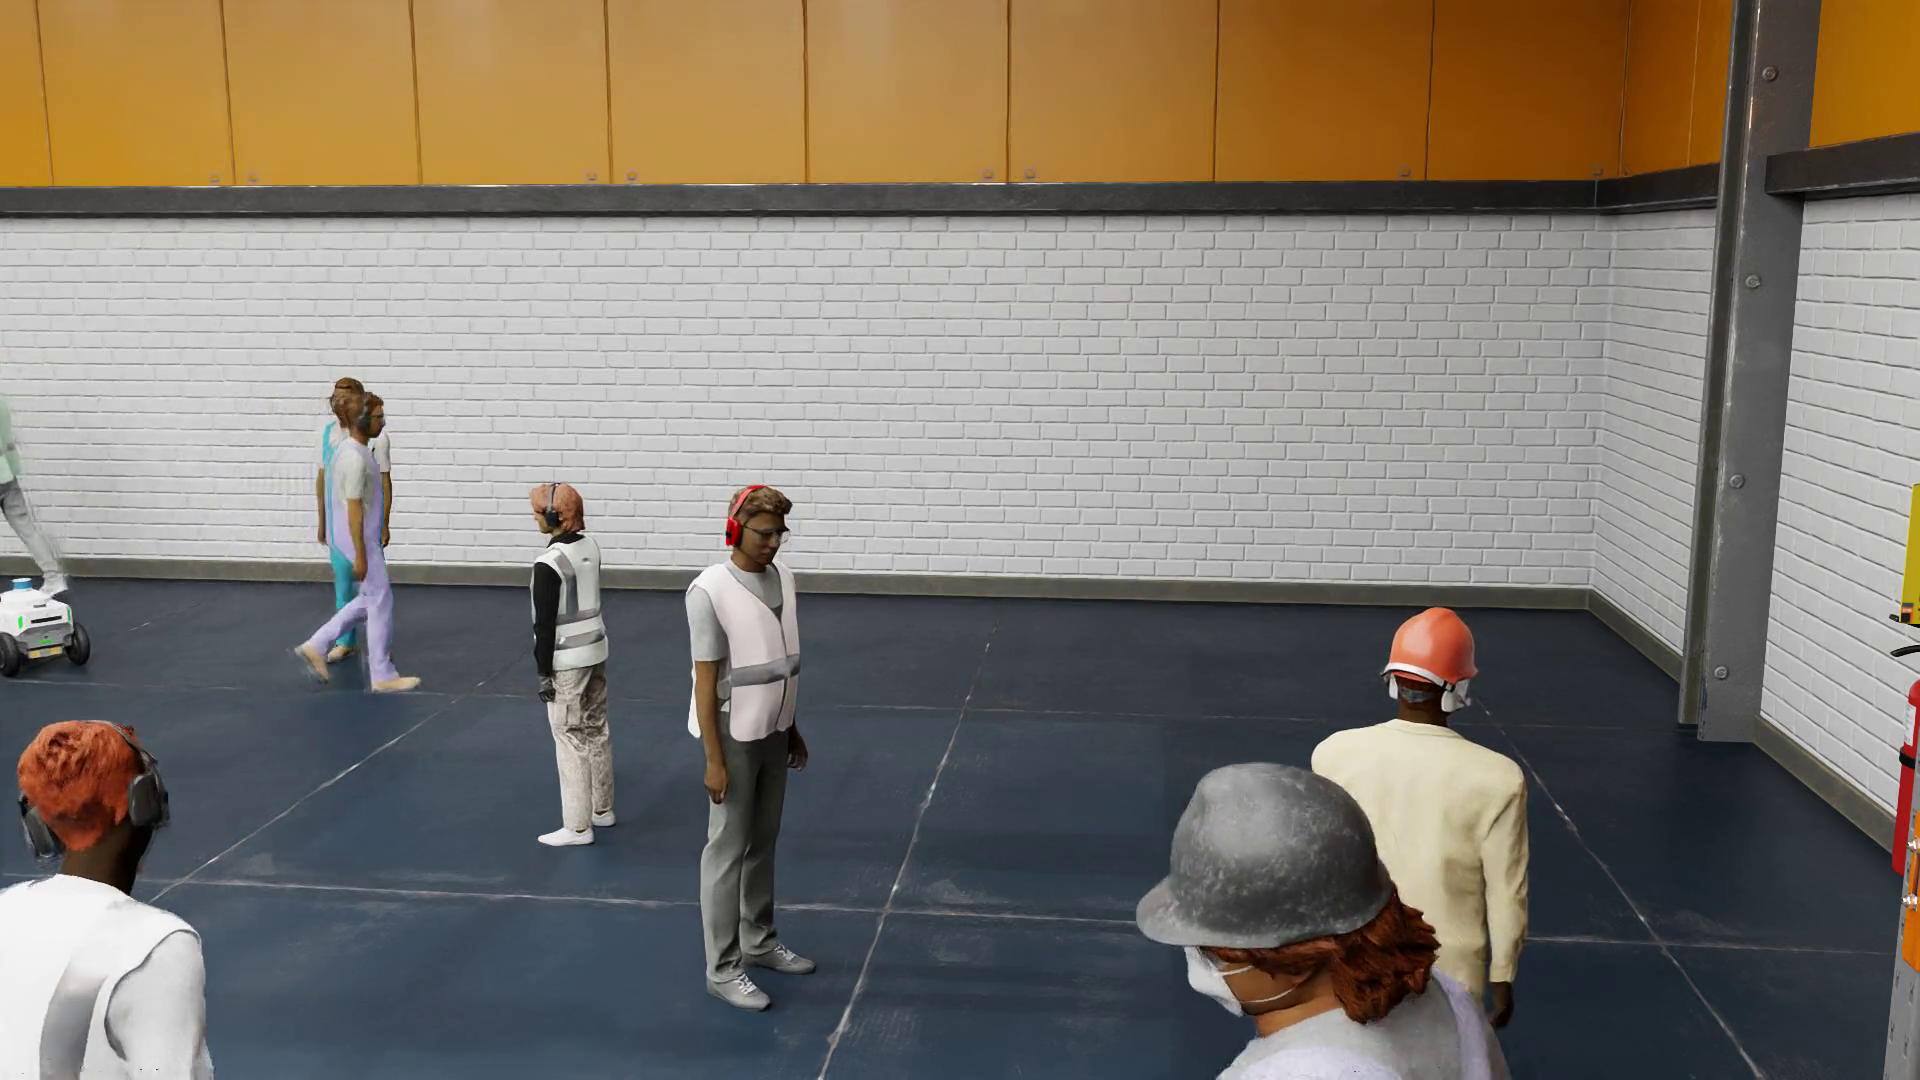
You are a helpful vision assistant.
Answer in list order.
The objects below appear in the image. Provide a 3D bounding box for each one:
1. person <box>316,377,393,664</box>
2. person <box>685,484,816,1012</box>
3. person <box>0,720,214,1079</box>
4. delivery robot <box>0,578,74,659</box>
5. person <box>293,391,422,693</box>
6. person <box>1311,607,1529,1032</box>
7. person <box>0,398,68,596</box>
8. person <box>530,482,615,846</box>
[{"bbox_3d":[-3.882,-0.120,10.657,0.507,1.847,0.345,1,10,8],"label":"person"},{"bbox_3d":[-0.756,0.712,5.916,0.388,1.837,0.564,5,11,25],"label":"person"},{"bbox_3d":[-1.520,1.239,2.947,0.676,1.833,0.684,8,13,38],"label":"person"},{"bbox_3d":[-5.959,0.487,10.607,0.707,0.478,0.477,9,13,41],"label":"delivery robot"},{"bbox_3d":[-3.603,0.029,9.865,0.607,1.825,0.533,-4,11,-23],"label":"person"},{"bbox_3d":[1.174,1.037,4.292,0.564,1.751,0.342,6,12,32],"label":"person"},{"bbox_3d":[-7.302,-0.445,12.529,1.016,1.867,0.655,-1,10,-5],"label":"person"},{"bbox_3d":[-1.740,0.551,7.439,0.316,1.629,0.508,3,10,15],"label":"person"}]
